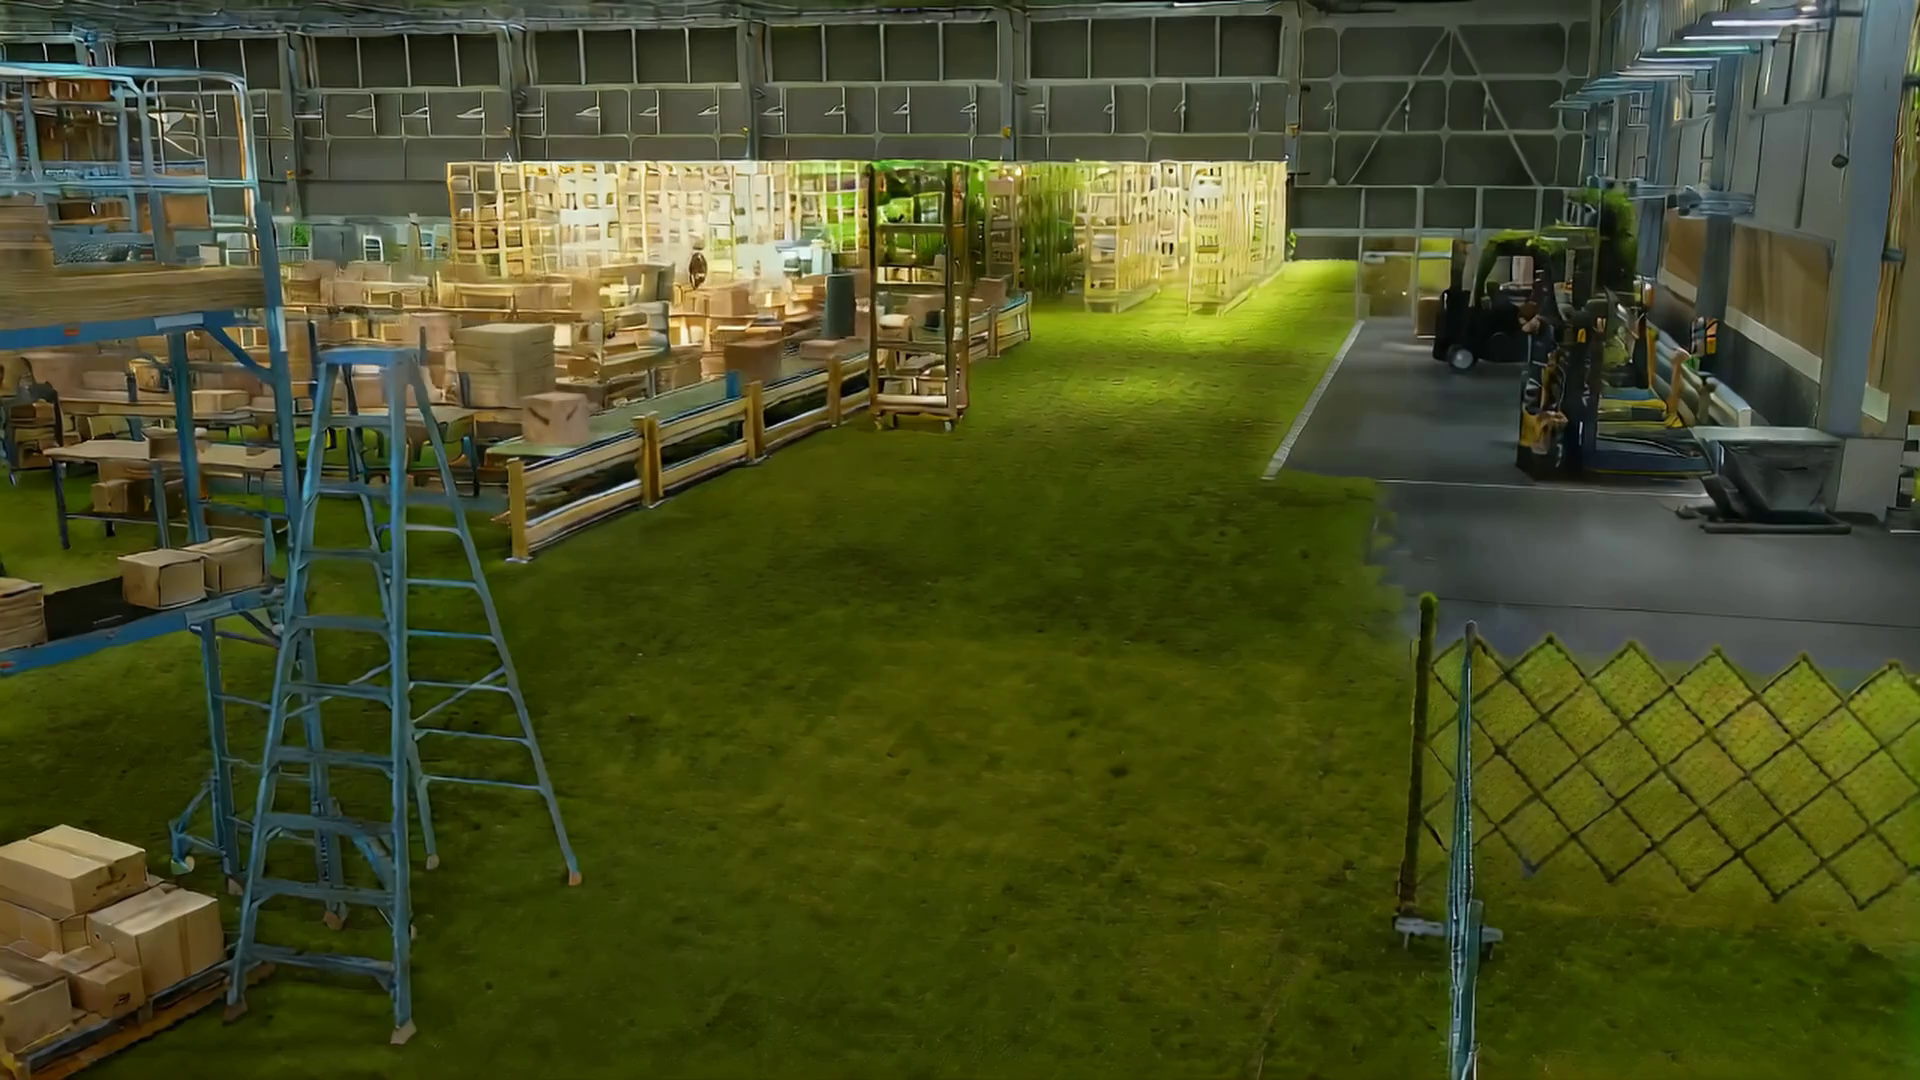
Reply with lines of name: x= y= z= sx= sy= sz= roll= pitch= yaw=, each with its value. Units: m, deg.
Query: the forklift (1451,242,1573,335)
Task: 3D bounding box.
forklift: x=10.464 y=-4.597 z=31.405 sx=2.680 sy=1.987 sz=1.157 roll=4 pitch=14 yaw=16

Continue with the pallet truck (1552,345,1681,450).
pallet truck: x=8.641 y=-1.896 z=21.908 sx=1.630 sy=1.274 sz=0.653 roll=4 pitch=14 yaw=16

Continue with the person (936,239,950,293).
person: x=-0.308 y=-5.924 z=37.991 sx=0.403 sy=1.906 sz=0.652 roll=5 pitch=14 yaw=22

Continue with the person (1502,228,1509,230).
person: x=14.744 y=-7.537 z=45.084 sx=0.572 sy=1.844 sz=0.376 roll=-1 pitch=13 yaw=-3

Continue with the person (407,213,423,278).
person: x=-17.001 y=-9.162 z=51.784 sx=0.386 sy=1.990 sz=0.624 roll=-7 pitch=15 yaw=-28

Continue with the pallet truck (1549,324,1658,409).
pallet truck: x=9.824 y=-2.669 z=25.407 sx=1.601 sy=1.201 sz=0.680 roll=4 pitch=14 yaw=16

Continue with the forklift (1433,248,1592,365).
forklift: x=9.780 y=-4.111 z=29.280 sx=2.680 sy=1.987 sz=1.157 roll=3 pitch=13 yaw=14

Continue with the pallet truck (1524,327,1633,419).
pallet truck: x=9.065 y=-2.460 z=24.370 sx=1.522 sy=1.261 sz=0.704 roll=3 pitch=13 yaw=14

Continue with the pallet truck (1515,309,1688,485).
pallet truck: x=7.554 y=-1.677 z=19.446 sx=1.885 sy=1.965 sz=0.823 roll=3 pitch=13 yaw=14

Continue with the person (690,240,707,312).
person: x=-6.090 y=-6.057 z=38.756 sx=0.403 sy=1.821 sz=0.595 roll=-3 pitch=13 yaw=-11

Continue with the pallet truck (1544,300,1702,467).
pallet truck: x=8.263 y=-1.952 z=20.631 sx=1.885 sy=1.965 sz=0.823 roll=5 pitch=14 yaw=20
